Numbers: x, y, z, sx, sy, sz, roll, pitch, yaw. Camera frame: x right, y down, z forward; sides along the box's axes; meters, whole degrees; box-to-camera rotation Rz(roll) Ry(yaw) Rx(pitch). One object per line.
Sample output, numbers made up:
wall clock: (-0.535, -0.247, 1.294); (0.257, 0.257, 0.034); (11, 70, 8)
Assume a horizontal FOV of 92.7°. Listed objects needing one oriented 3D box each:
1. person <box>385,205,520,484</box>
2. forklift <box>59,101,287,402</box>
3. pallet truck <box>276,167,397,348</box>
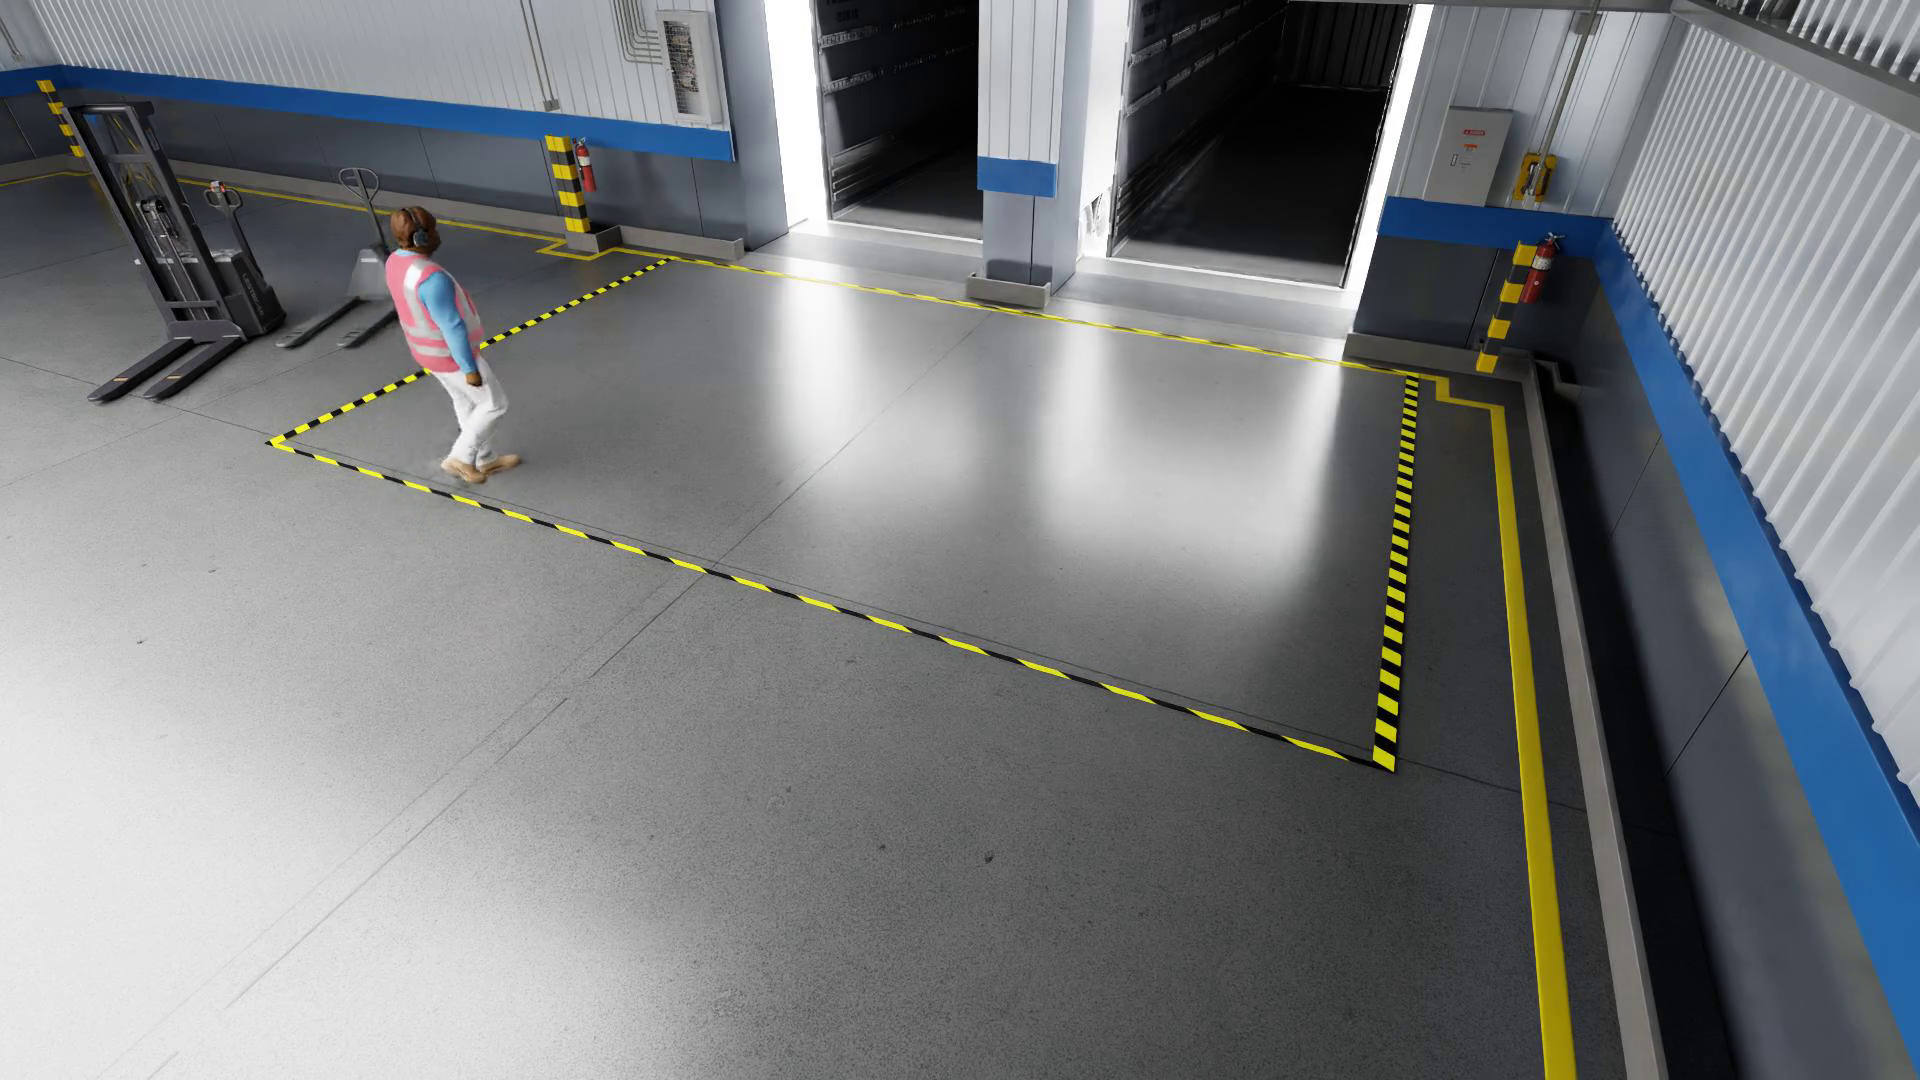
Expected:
person: (-3.278, -1.165, 5.831); (0.639, 1.823, 0.528); (29, 44, 35)
forklift: (-6.686, -2.387, 7.434); (0.823, 1.965, 1.885); (-3, 35, -5)
pallet truck: (-5.732, -2.611, 8.414); (0.680, 1.201, 1.601); (-1, 35, -1)
